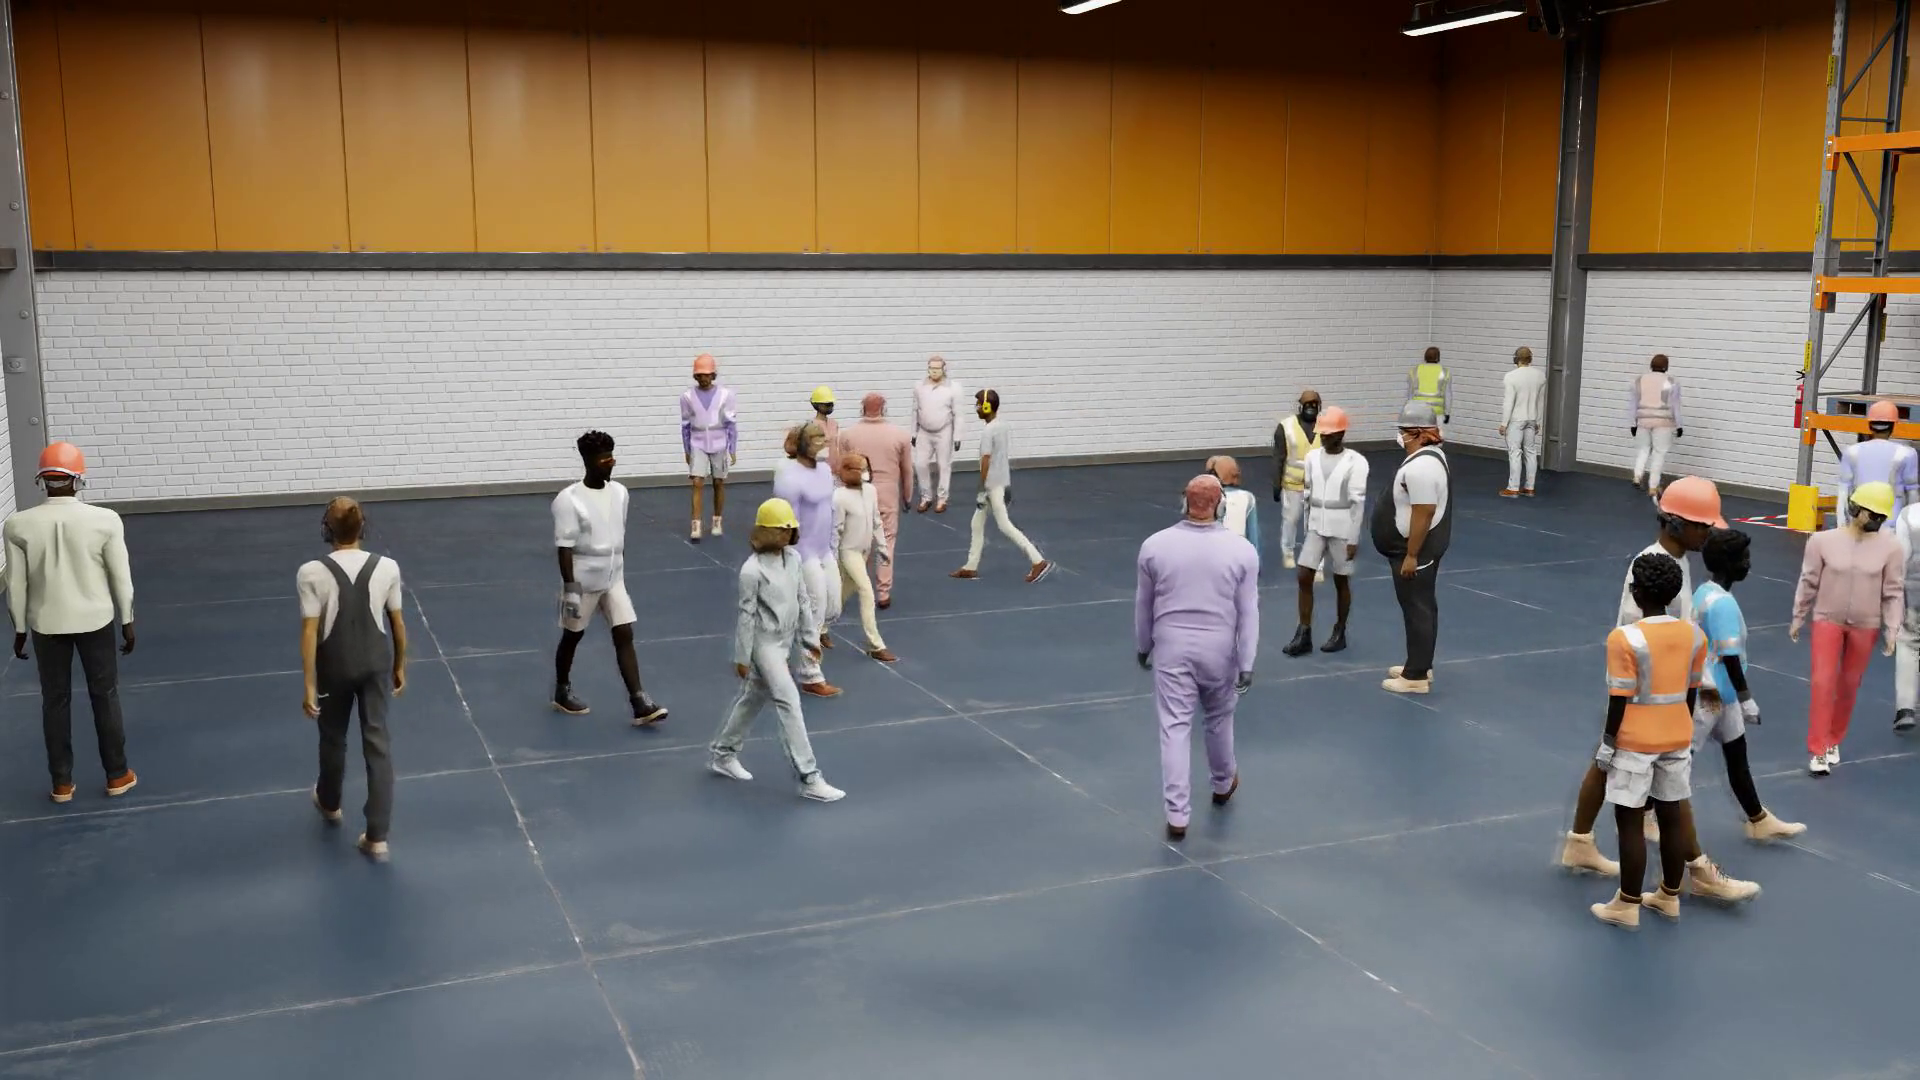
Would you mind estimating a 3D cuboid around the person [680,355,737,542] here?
[{"bbox_3d":[-2.713,-0.981,17.933,0.615,2.000,0.936,-1,9,-3],"label":"person"}]

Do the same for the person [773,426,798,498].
[{"bbox_3d":[-1.411,-0.174,14.179,0.504,1.621,0.504,7,12,37],"label":"person"}]

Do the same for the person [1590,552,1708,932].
[{"bbox_3d":[3.073,0.898,7.441,0.540,1.695,0.317,-4,10,-22],"label":"person"}]

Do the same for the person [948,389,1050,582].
[{"bbox_3d":[0.380,-0.501,15.578,0.965,1.823,0.534,3,10,16],"label":"person"}]

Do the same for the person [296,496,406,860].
[{"bbox_3d":[-3.122,0.666,8.511,0.543,1.799,0.955,-6,11,-31],"label":"person"}]

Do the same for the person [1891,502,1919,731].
[{"bbox_3d":[6.083,0.364,10.314,0.591,1.818,0.425,5,10,26],"label":"person"}]

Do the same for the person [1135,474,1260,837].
[{"bbox_3d":[1.265,0.575,8.868,0.665,1.860,0.953,2,10,14],"label":"person"}]

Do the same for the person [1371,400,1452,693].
[{"bbox_3d":[3.143,0.035,11.630,0.536,2.000,0.688,4,10,23],"label":"person"}]

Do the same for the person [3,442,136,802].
[{"bbox_3d":[-4.932,0.454,9.261,0.630,1.988,0.410,-4,10,-22],"label":"person"}]

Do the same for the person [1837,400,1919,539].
[{"bbox_3d":[7.347,-0.177,13.375,0.973,1.898,0.547,-9,13,-43],"label":"person"}]

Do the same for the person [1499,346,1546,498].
[{"bbox_3d":[7.180,-1.505,21.275,0.635,1.936,0.352,-4,10,-22],"label":"person"}]

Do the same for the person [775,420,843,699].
[{"bbox_3d":[-1.083,0.128,11.431,0.568,1.919,0.640,4,10,21],"label":"person"}]

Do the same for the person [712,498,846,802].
[{"bbox_3d":[-1.067,0.590,9.354,0.943,1.691,0.489,4,10,24],"label":"person"}]

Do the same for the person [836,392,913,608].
[{"bbox_3d":[-0.746,-0.372,14.674,0.664,1.852,1.014,0,9,-1],"label":"person"}]

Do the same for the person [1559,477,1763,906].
[{"bbox_3d":[3.340,0.693,7.779,0.995,1.984,0.643,5,11,28],"label":"person"}]

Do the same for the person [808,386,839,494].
[{"bbox_3d":[-1.362,-0.650,16.616,0.311,1.768,0.532,6,11,32],"label":"person"}]

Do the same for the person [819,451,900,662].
[{"bbox_3d":[-0.834,0.099,12.621,0.880,1.585,0.497,5,11,28],"label":"person"}]

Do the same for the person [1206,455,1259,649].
[{"bbox_3d":[1.866,0.205,11.860,0.542,1.624,0.405,-5,11,-30],"label":"person"}]

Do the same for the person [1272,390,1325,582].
[{"bbox_3d":[3.301,-0.549,15.946,0.640,1.801,0.978,0,9,1],"label":"person"}]

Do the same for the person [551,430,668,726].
[{"bbox_3d":[-2.328,0.246,10.733,1.028,1.911,0.619,7,12,38],"label":"person"}]

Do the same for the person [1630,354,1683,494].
[{"bbox_3d":[9.021,-1.495,21.547,0.440,1.829,0.635,-9,13,-42],"label":"person"}]

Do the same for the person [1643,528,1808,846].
[{"bbox_3d":[3.835,0.762,8.400,0.883,1.648,0.538,4,10,21],"label":"person"}]

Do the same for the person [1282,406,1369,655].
[{"bbox_3d":[2.766,-0.054,12.556,0.557,1.906,0.777,8,12,41],"label":"person"}]

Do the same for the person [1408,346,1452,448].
[{"bbox_3d":[6.653,-1.827,23.574,0.627,1.830,0.437,4,10,25],"label":"person"}]

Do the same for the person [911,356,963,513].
[{"bbox_3d":[-0.297,-1.250,19.864,0.687,1.885,0.575,3,10,18],"label":"person"}]

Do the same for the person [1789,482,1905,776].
[{"bbox_3d":[5.147,0.524,9.633,0.557,1.715,0.843,3,10,19],"label":"person"}]
